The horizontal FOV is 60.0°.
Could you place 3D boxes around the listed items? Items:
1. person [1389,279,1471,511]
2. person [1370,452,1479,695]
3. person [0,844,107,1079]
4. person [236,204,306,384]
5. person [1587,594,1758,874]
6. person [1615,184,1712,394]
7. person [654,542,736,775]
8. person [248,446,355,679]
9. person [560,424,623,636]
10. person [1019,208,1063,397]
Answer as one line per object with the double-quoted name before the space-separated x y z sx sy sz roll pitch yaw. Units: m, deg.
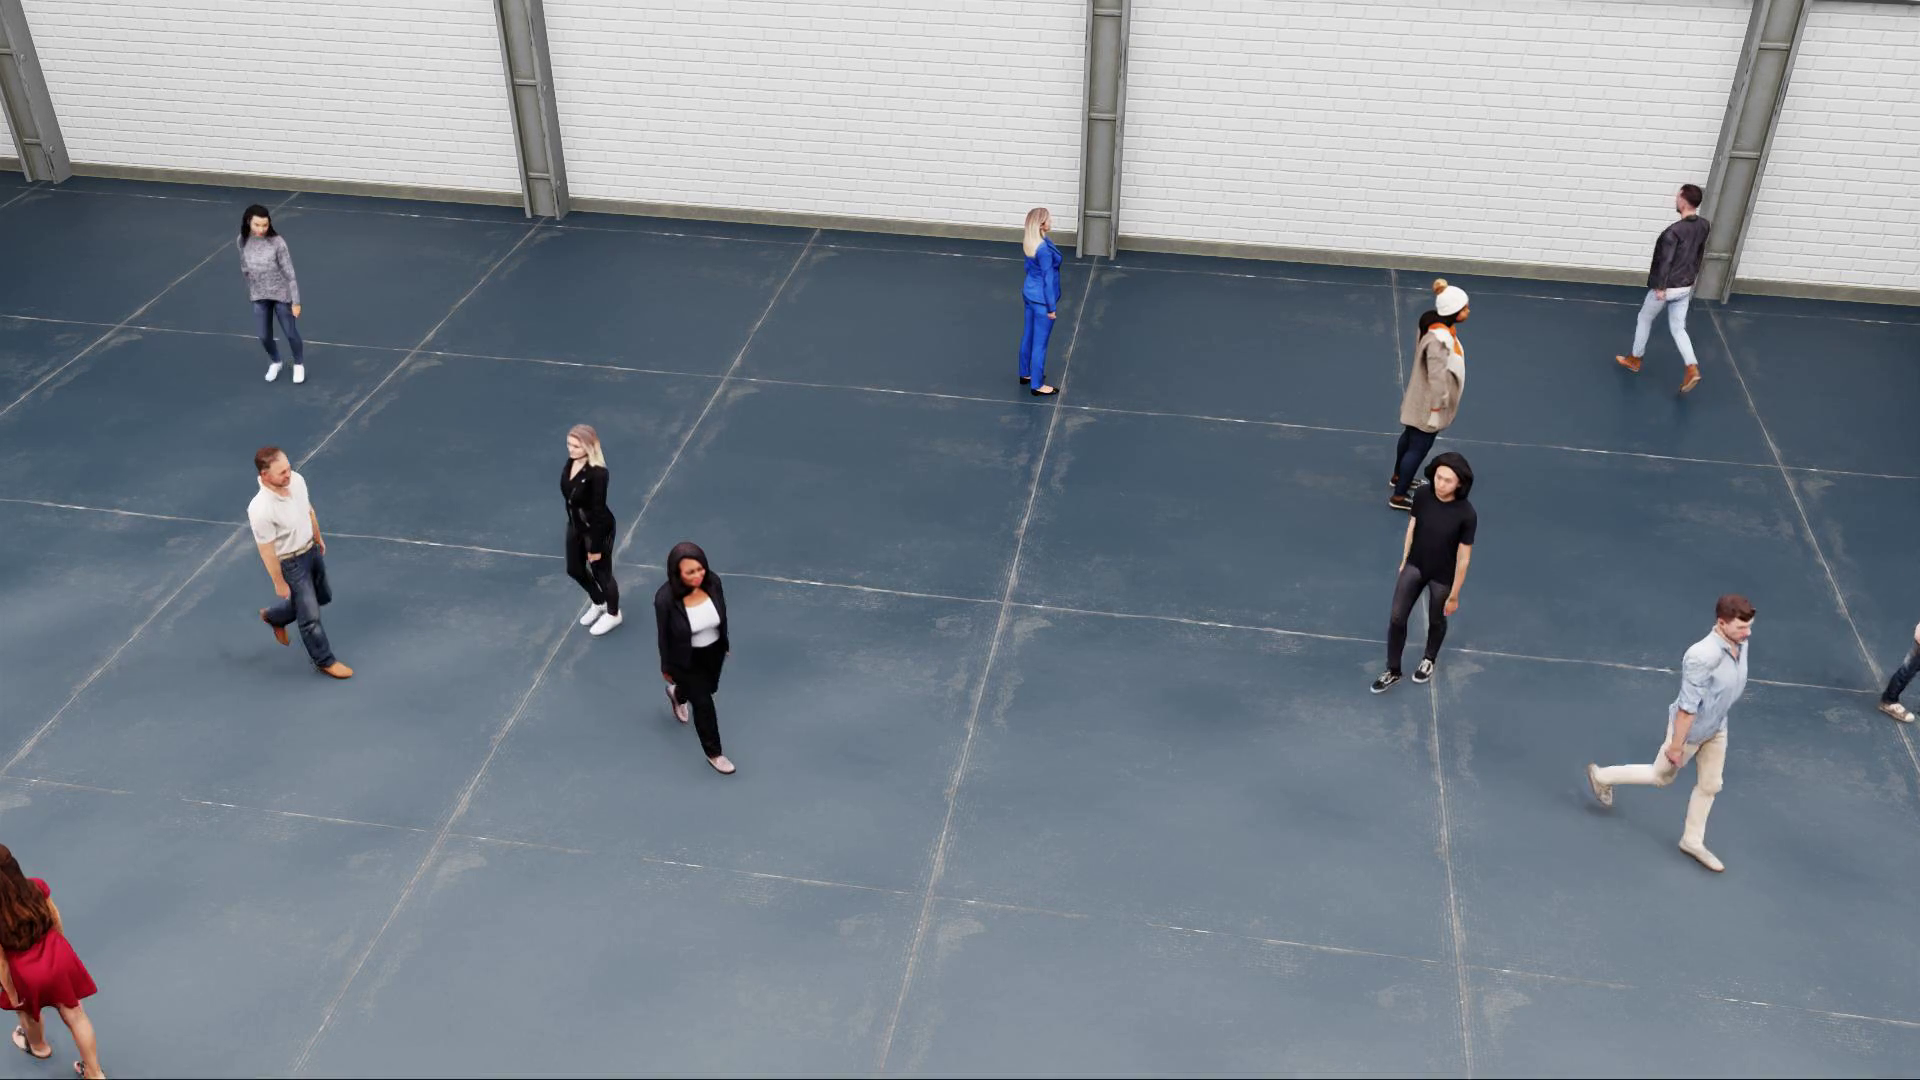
"person" 3.570 -1.128 12.758 0.644 1.889 0.664 6 34 9
"person" 3.141 0.160 10.887 0.922 1.815 0.953 27 42 35
"person" -4.490 2.134 8.180 0.975 1.525 0.774 21 39 28
"person" -5.968 -2.145 14.459 0.620 1.699 0.765 7 34 10
"person" 4.150 1.029 9.579 1.128 1.815 1.201 -23 40 -31
"person" 6.217 -2.143 14.365 1.187 1.801 1.142 -13 36 -19
"person" -1.685 0.674 10.312 0.991 1.596 1.124 -29 43 -36
"person" -4.453 0.125 10.931 0.980 1.825 0.786 7 34 10
"person" -2.434 -0.089 11.390 0.765 1.673 0.677 -27 42 -35
"person" 0.672 -2.065 14.337 0.724 1.701 0.713 -12 35 -17
